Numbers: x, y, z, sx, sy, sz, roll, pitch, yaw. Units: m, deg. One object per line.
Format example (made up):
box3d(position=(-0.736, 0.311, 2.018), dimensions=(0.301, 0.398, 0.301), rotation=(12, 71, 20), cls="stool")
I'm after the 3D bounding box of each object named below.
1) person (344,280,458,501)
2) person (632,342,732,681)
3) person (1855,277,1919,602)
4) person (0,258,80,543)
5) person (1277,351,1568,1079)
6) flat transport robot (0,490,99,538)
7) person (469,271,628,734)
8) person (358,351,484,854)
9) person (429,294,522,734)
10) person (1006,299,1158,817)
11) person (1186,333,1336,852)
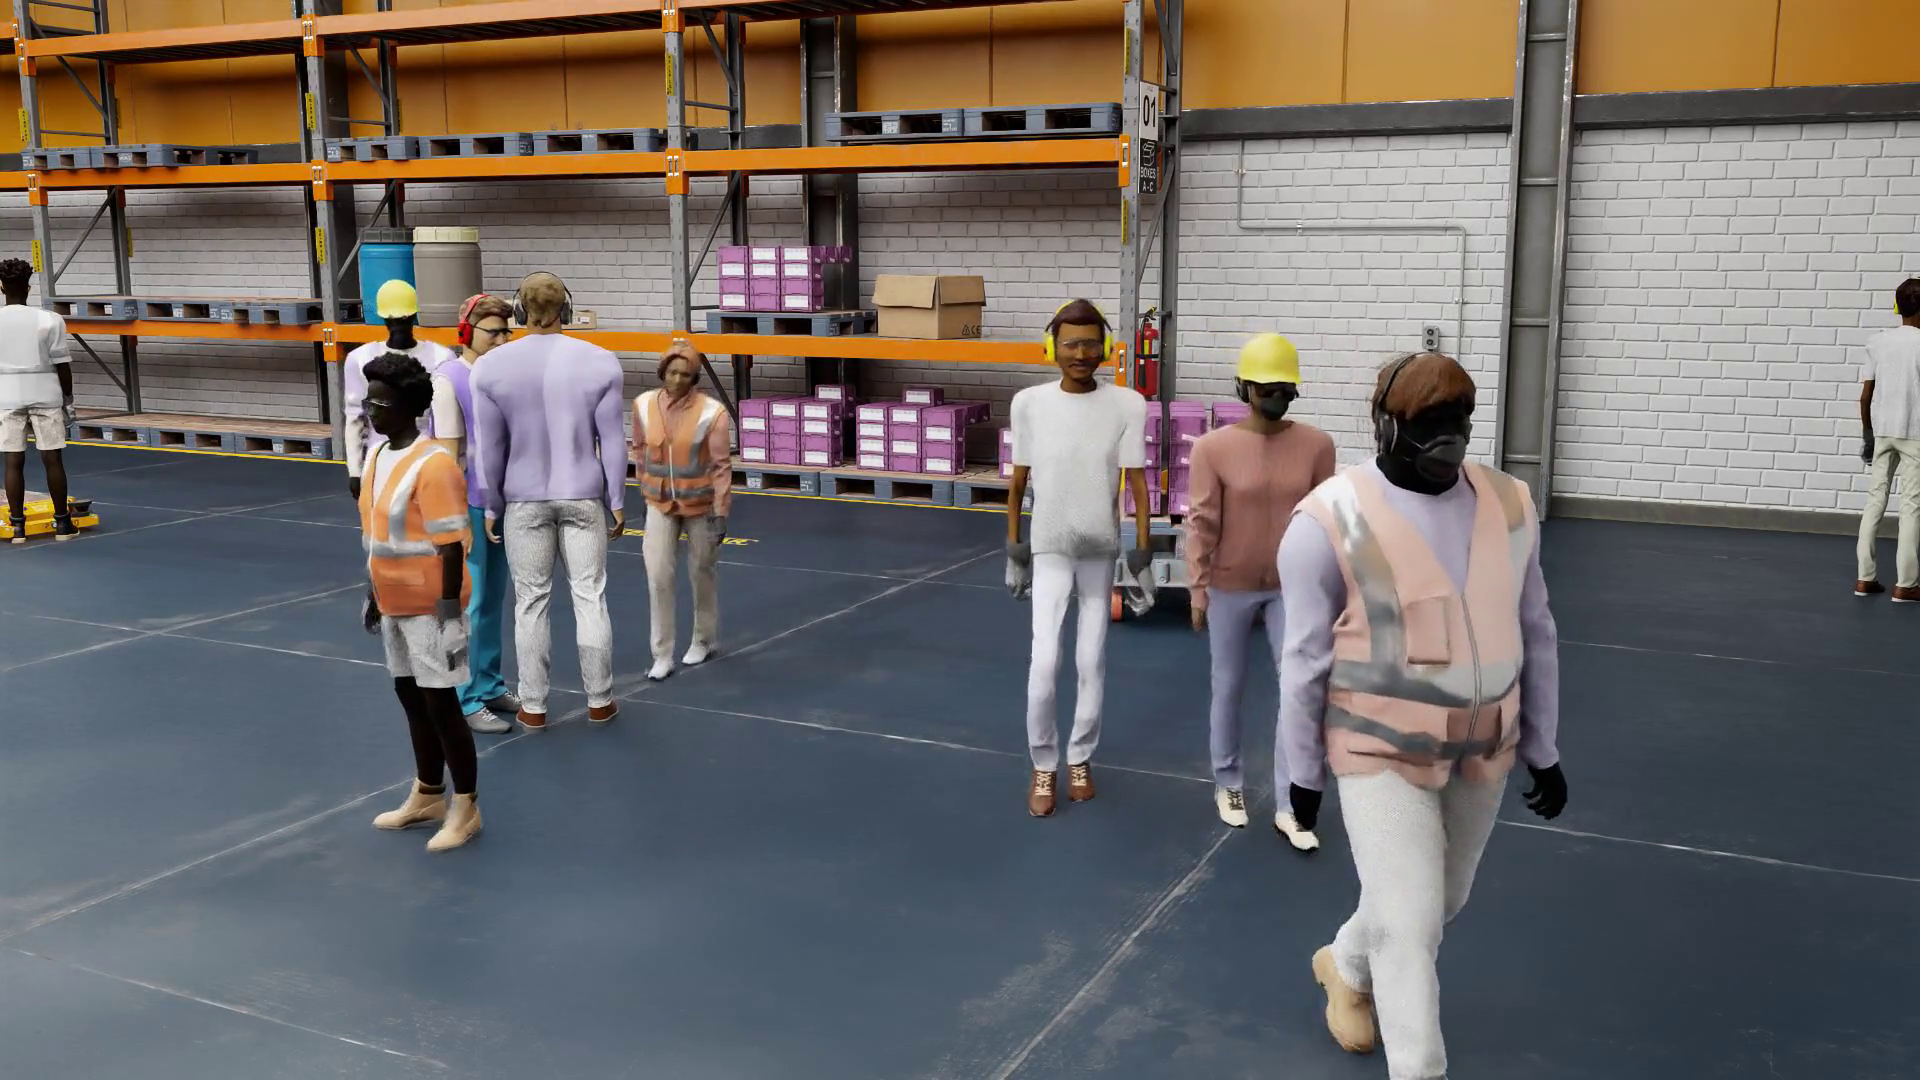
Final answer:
box3d(position=(-2.945, -0.444, 8.856), dimensions=(0.595, 1.880, 1.008), rotation=(-3, 10, -15), cls="person")
box3d(position=(-1.313, -0.140, 7.873), dimensions=(0.524, 1.582, 0.749), rotation=(2, 10, 11), cls="person")
box3d(position=(5.452, -0.577, 9.602), dimensions=(0.328, 1.872, 0.509), rotation=(-6, 11, -29), cls="person")
box3d(position=(-6.450, -0.956, 11.499), dimensions=(0.603, 1.966, 0.367), rotation=(-4, 11, -23), cls="person")
box3d(position=(1.024, 0.465, 3.829), dimensions=(0.628, 1.812, 0.892), rotation=(-3, 10, -18), cls="person")
box3d(position=(-7.001, -0.212, 12.089), dimensions=(1.431, 0.197, 0.652), rotation=(6, 11, 30), cls="flat transport robot")
box3d(position=(-1.704, -0.148, 6.969), dimensions=(0.628, 1.935, 0.373), rotation=(-3, 10, -15), cls="person")
box3d(position=(-1.837, 0.213, 5.608), dimensions=(0.319, 1.696, 0.637), rotation=(-9, 13, -42), cls="person")
box3d(position=(-2.044, -0.116, 7.064), dimensions=(0.396, 1.836, 0.564), rotation=(2, 10, 10), cls="person")
box3d(position=(0.433, 0.074, 5.951), dimensions=(0.529, 1.848, 0.632), rotation=(0, 10, 1), cls="person")
box3d(position=(1.039, 0.181, 5.634), dimensions=(0.554, 1.740, 0.724), rotation=(-1, 10, -6), cls="person")
